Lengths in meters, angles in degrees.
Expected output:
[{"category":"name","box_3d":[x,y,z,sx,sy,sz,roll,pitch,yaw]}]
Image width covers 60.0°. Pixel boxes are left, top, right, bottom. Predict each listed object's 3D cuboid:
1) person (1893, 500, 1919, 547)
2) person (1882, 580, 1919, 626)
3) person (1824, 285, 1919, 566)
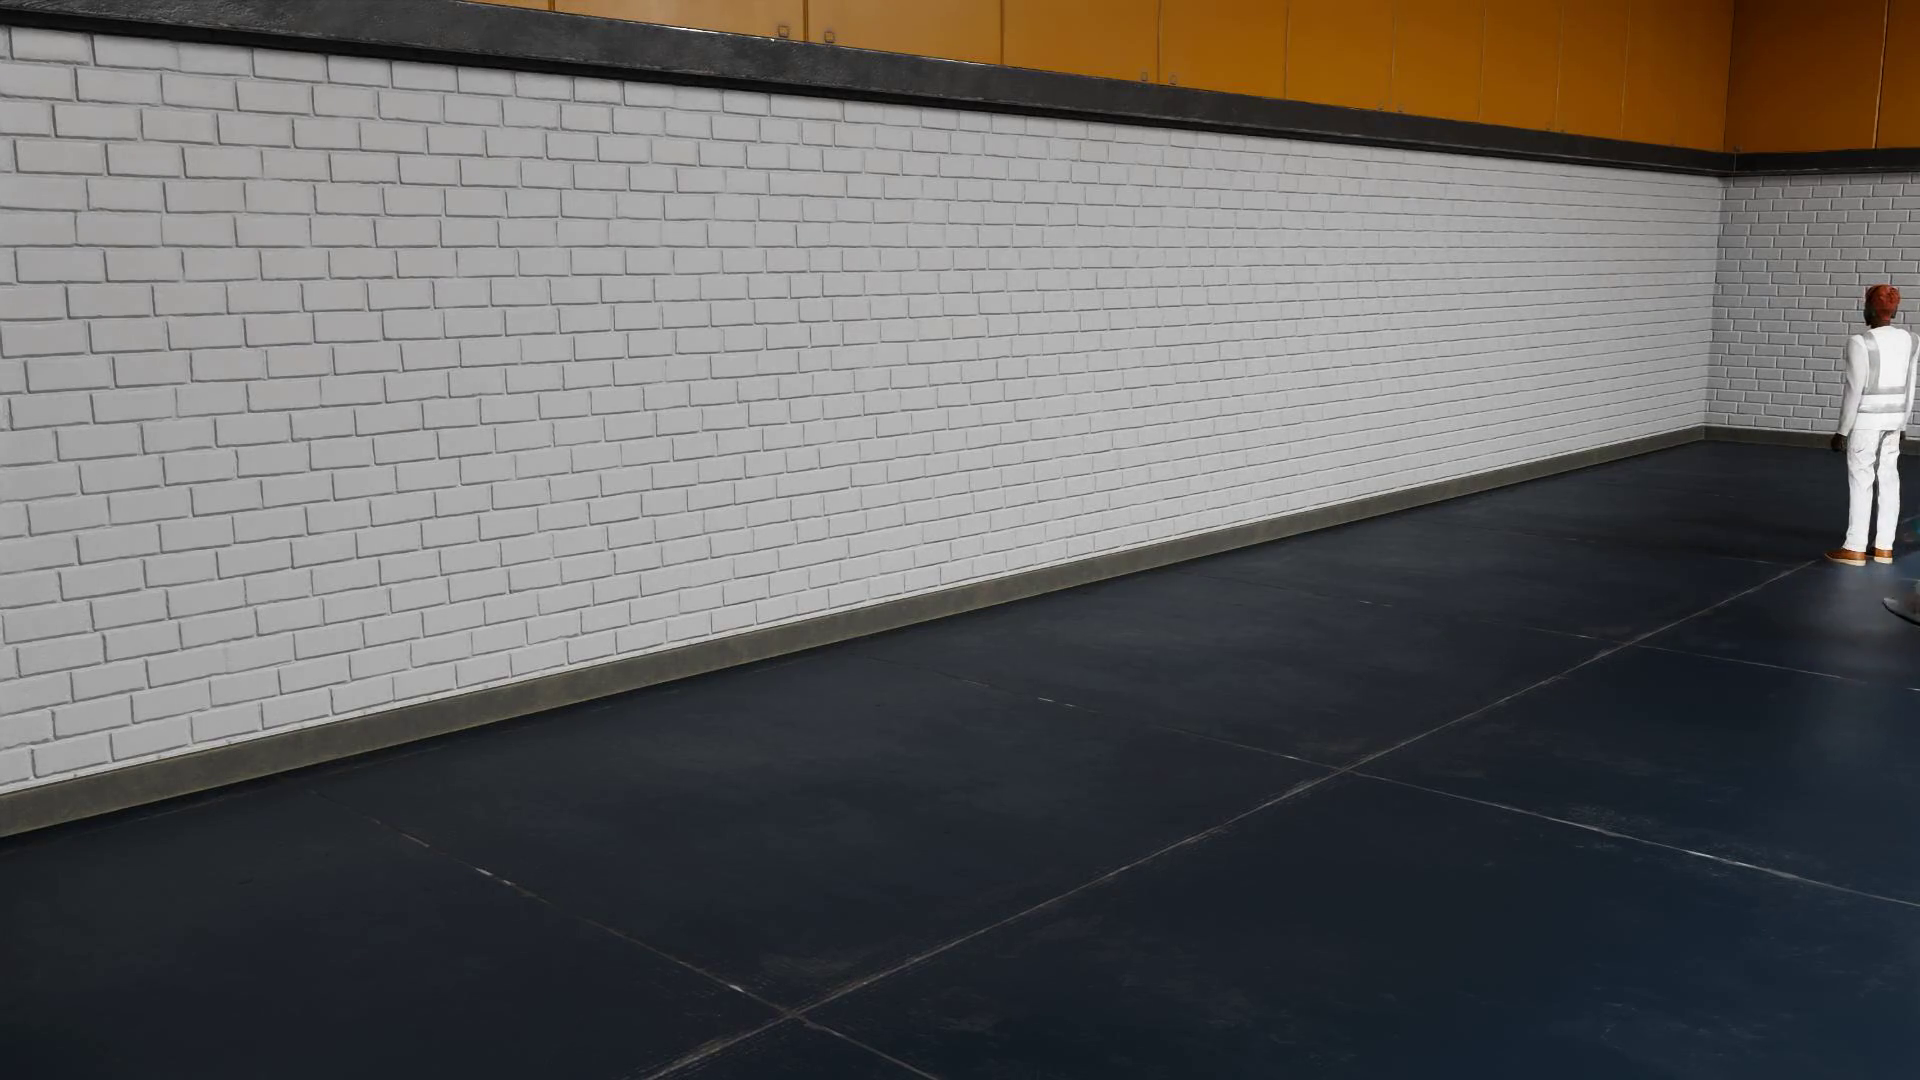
[{"category":"person","box_3d":[7.016,-0.832,11.740,0.812,1.817,0.563,8,13,37]},{"category":"person","box_3d":[5.545,-0.266,9.096,0.541,1.600,0.821,-4,11,-23]},{"category":"person","box_3d":[6.135,-0.764,11.182,0.573,1.883,0.353,-3,10,-16]}]
